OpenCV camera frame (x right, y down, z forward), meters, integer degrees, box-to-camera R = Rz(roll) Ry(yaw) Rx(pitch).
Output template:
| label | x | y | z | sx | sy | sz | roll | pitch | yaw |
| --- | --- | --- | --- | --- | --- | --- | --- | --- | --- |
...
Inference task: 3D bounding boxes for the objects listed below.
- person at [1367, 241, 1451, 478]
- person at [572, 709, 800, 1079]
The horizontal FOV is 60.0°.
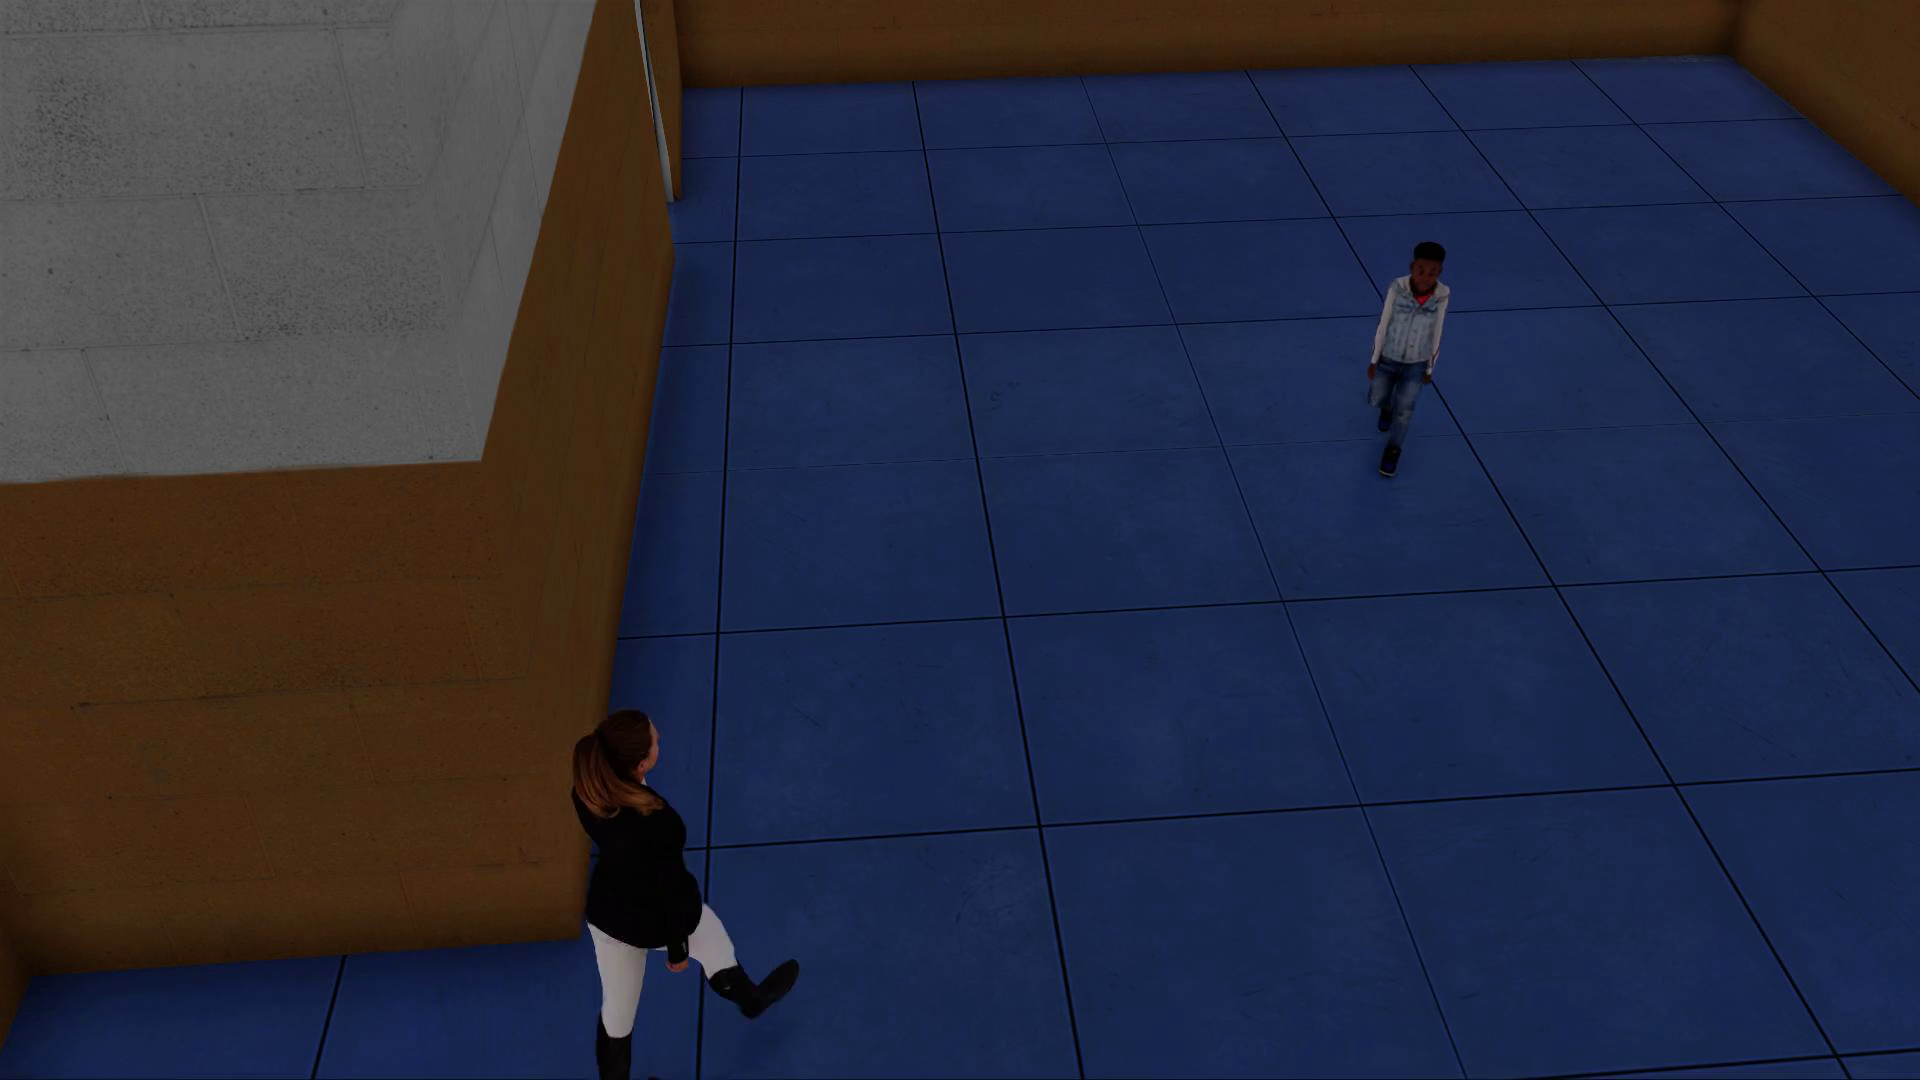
| label | x | y | z | sx | sy | sz | roll | pitch | yaw |
| --- | --- | --- | --- | --- | --- | --- | --- | --- | --- |
| person | 2.291 | -0.977 | 8.535 | 0.754 | 1.253 | 0.736 | 14 | 39 | 18 |
| person | -1.039 | 1.257 | 5.180 | 1.076 | 1.690 | 1.066 | 21 | 42 | 25 |
